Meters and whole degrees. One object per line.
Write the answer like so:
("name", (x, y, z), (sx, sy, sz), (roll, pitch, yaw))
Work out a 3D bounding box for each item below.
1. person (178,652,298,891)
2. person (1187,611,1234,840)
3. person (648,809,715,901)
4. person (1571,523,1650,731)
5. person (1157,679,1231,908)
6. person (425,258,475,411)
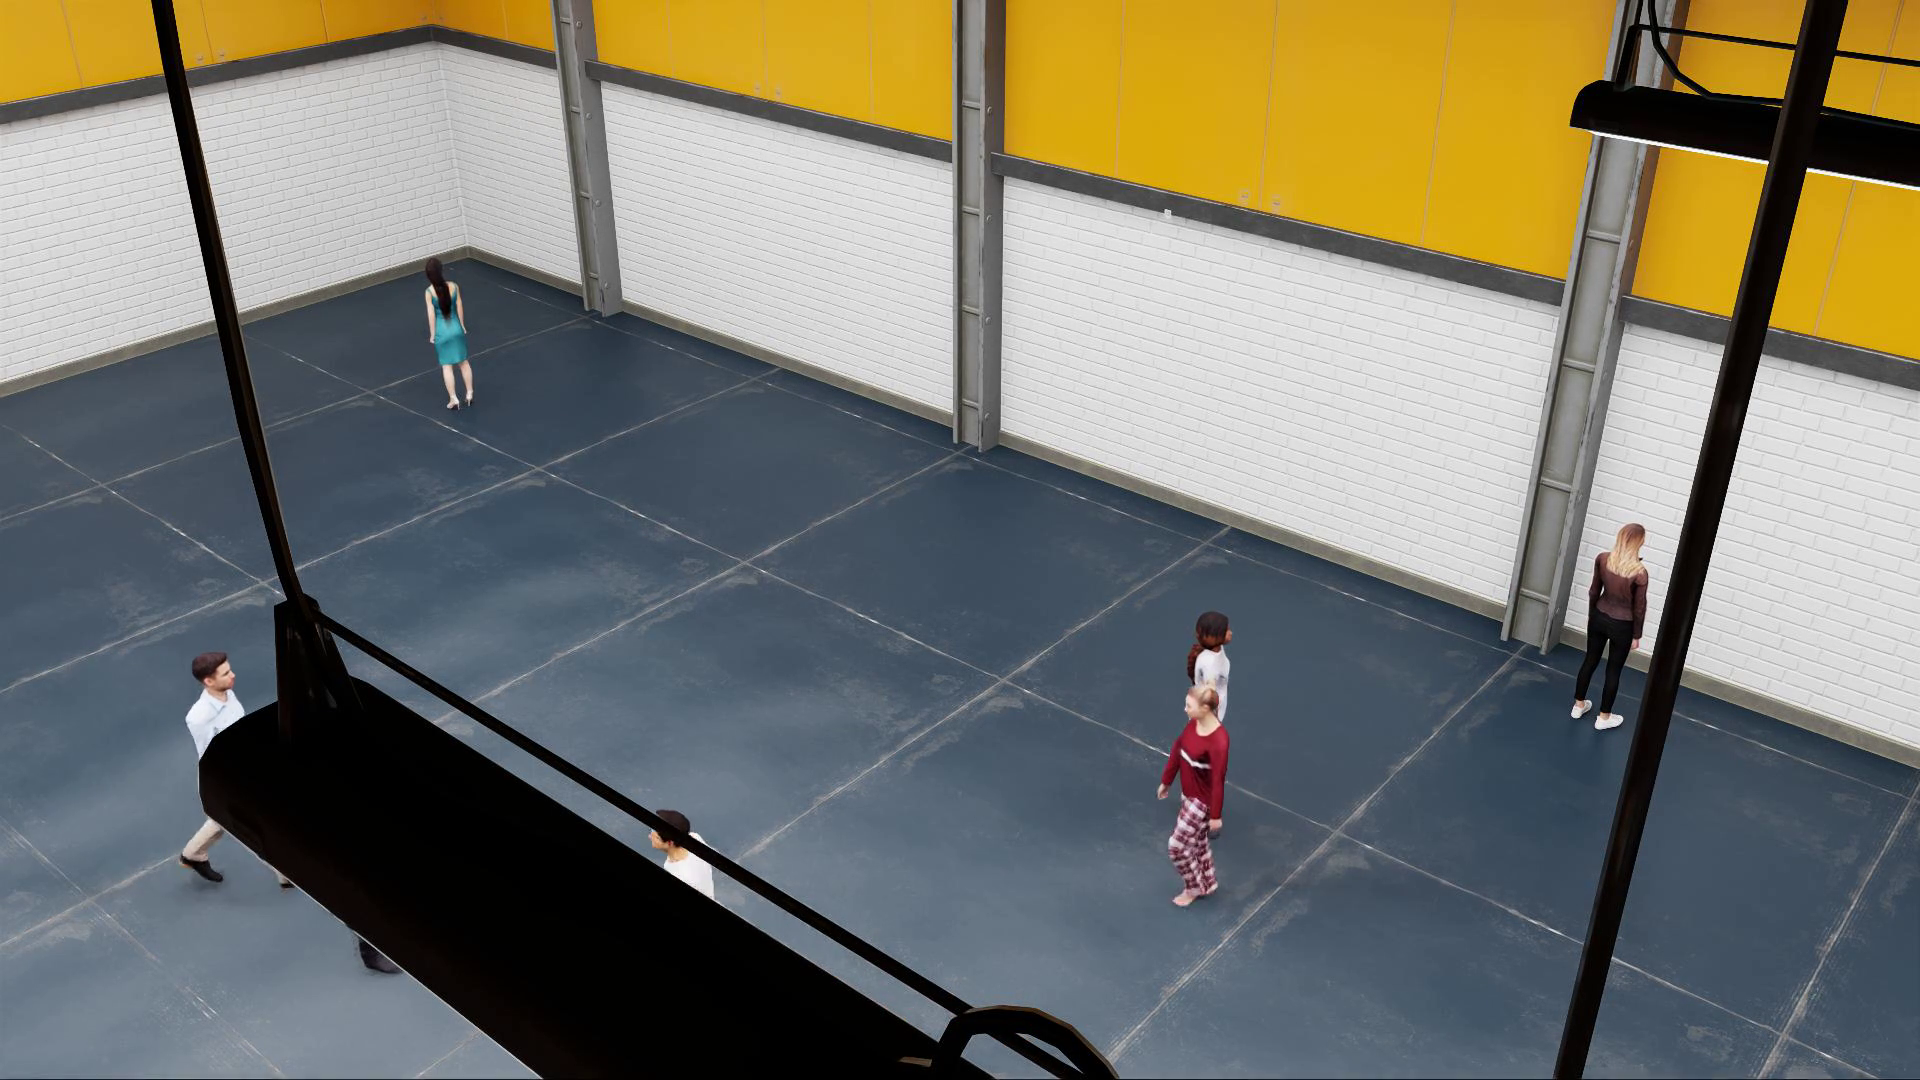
("person", (-4.774, 1.526, 10.731), (1.238, 1.813, 1.175), (-3, 29, -5))
("person", (1.687, 1.237, 11.359), (0.695, 1.720, 0.668), (3, 29, 5))
("person", (-1.469, 2.249, 9.449), (1.012, 1.771, 0.909), (3, 29, 5))
("person", (4.888, 0.637, 12.473), (0.709, 1.705, 0.522), (-20, 34, -32))
("person", (1.612, 1.618, 10.690), (0.824, 1.691, 0.754), (-7, 29, -13))
("person", (-5.437, -2.193, 17.680), (0.583, 1.687, 0.537), (-21, 35, -33))
